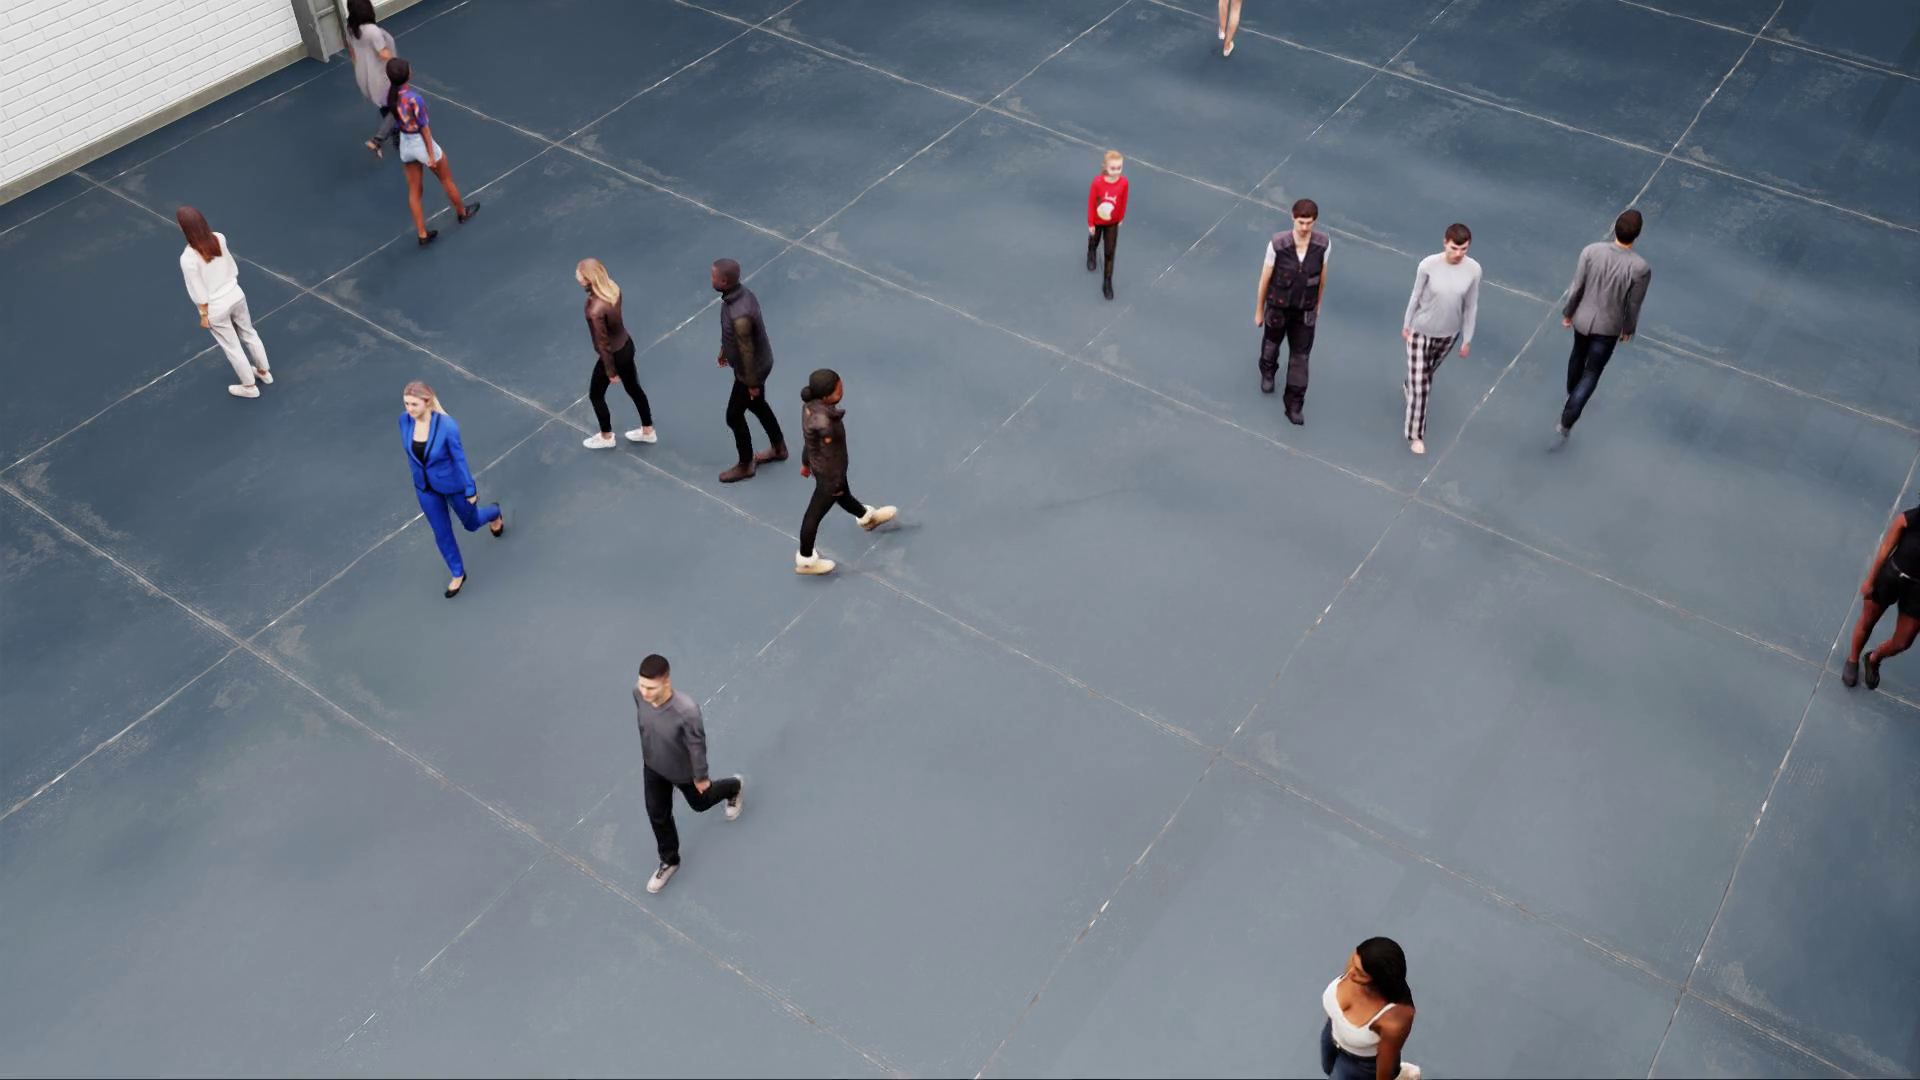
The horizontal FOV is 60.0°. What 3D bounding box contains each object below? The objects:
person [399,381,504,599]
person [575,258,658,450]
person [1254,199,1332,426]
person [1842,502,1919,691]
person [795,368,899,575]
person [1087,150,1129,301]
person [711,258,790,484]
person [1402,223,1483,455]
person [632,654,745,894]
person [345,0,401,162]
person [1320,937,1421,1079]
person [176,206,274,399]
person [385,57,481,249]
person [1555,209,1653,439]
[{"bbox_3d":[-3.480,-0.421,11.384,0.865,1.679,1.080,10,44,10],"label":"person"},{"bbox_3d":[-2.486,-1.366,12.374,0.846,1.681,0.817,9,44,9],"label":"person"},{"bbox_3d":[2.530,-1.869,12.802,1.016,1.818,1.165,1,44,1],"label":"person"},{"bbox_3d":[6.025,0.245,10.648,0.666,1.730,0.654,15,46,16],"label":"person"},{"bbox_3d":[-0.767,-0.486,11.492,1.149,1.623,0.983,30,51,28],"label":"person"},{"bbox_3d":[1.216,-2.749,14.135,0.847,1.255,0.968,-1,44,-2],"label":"person"},{"bbox_3d":[-1.466,-1.278,12.190,0.995,1.807,0.936,-11,45,-11],"label":"person"},{"bbox_3d":[3.579,-1.629,12.562,1.028,1.803,1.240,3,44,3],"label":"person"},{"bbox_3d":[-1.589,1.233,9.606,0.714,1.736,1.126,19,47,19],"label":"person"},{"bbox_3d":[-5.479,-4.308,15.526,0.628,1.594,0.851,26,49,25],"label":"person"},{"bbox_3d":[2.068,2.500,8.242,1.104,1.784,1.014,-10,45,-11],"label":"person"},{"bbox_3d":[-5.714,-1.847,12.874,0.712,1.688,0.543,15,46,15],"label":"person"},{"bbox_3d":[-4.744,-3.310,14.388,0.699,1.718,0.994,19,47,18],"label":"person"},{"bbox_3d":[4.775,-1.598,12.500,0.715,1.843,1.147,28,50,26],"label":"person"}]
